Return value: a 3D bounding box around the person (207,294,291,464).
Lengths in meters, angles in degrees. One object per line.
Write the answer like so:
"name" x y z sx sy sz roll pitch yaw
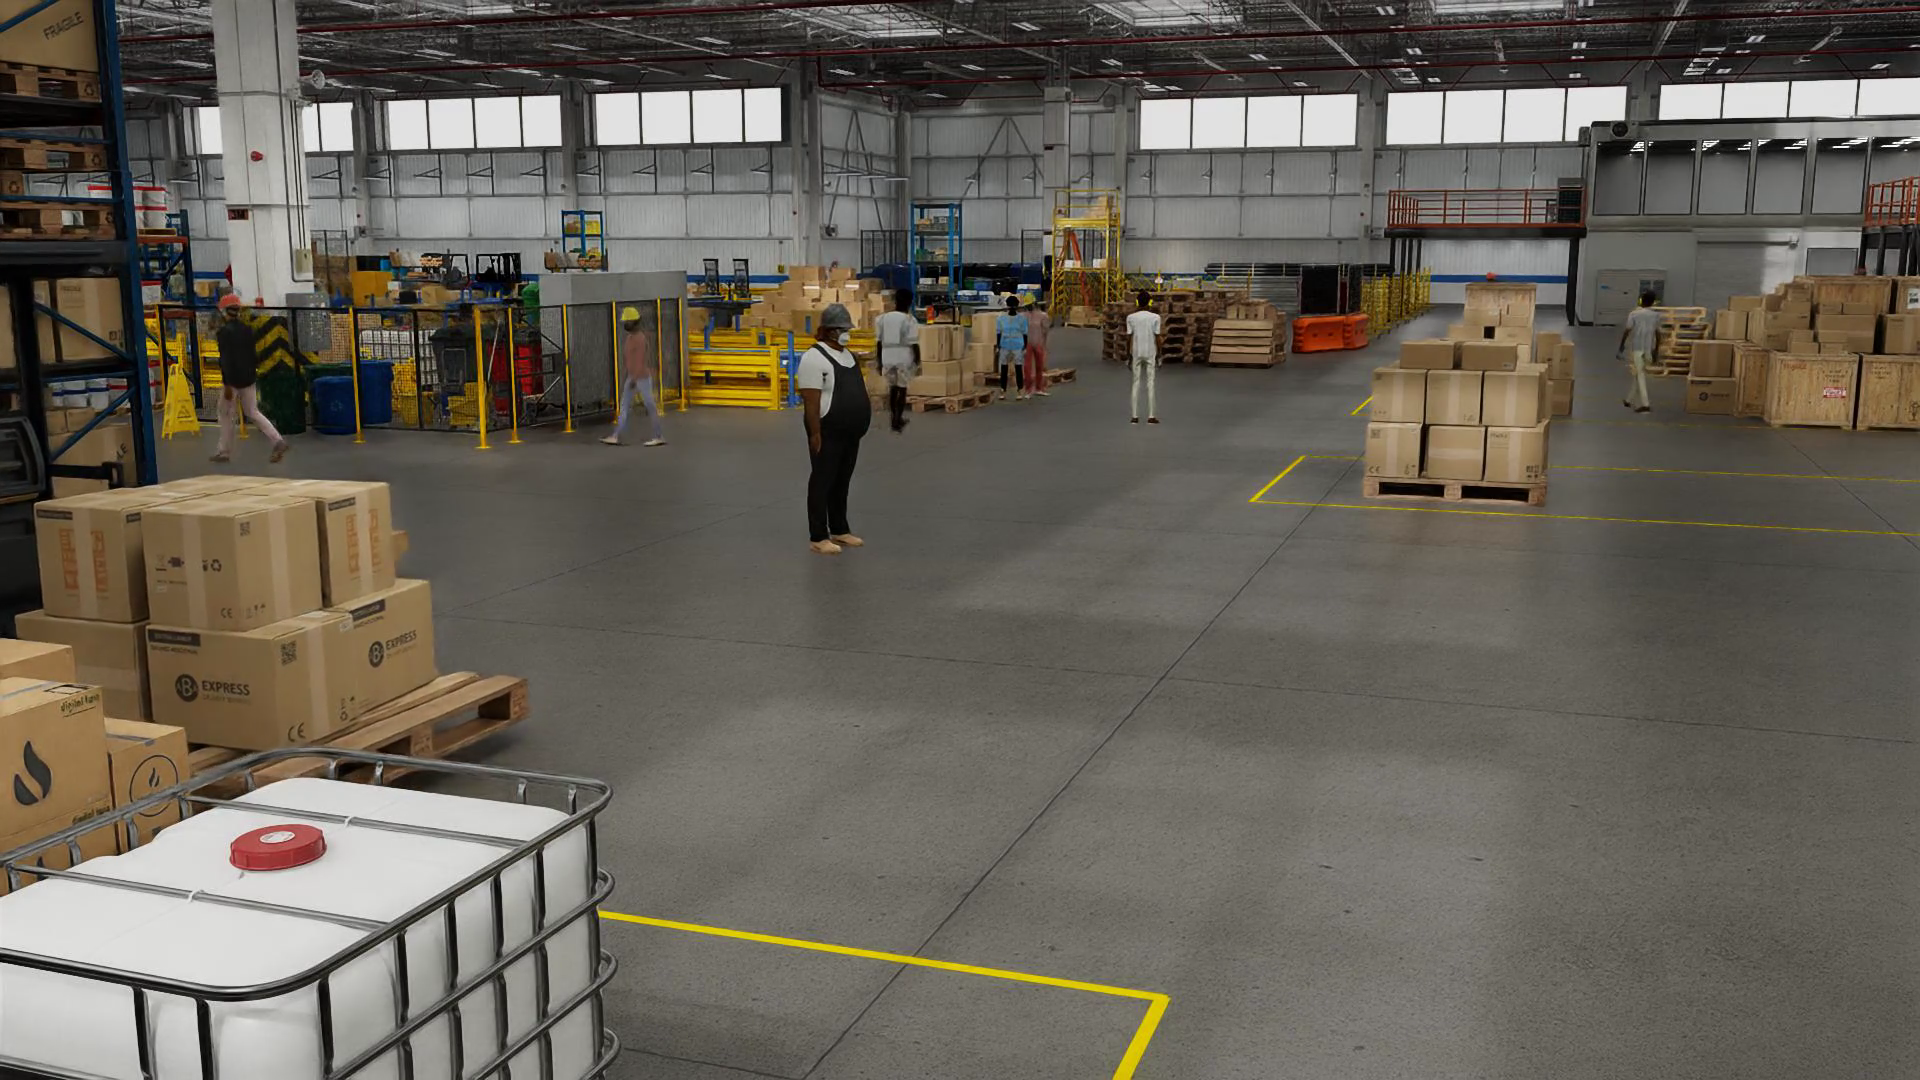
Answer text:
"person" -8.182 -1.832 19.030 0.927 1.956 0.634 2 10 13

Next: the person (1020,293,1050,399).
"person" 1.197 -3.191 27.288 0.542 1.729 0.651 0 10 2

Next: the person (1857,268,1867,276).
"person" 24.843 -6.569 45.938 0.600 1.862 0.532 5 11 25

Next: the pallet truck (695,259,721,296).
"pallet truck" -9.165 -9.627 62.776 0.823 1.965 1.885 4 11 23

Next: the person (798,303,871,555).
"person" -0.991 -0.912 13.574 0.535 2.000 0.702 5 11 26

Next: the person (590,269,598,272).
"person" -12.572 -8.577 56.882 1.032 1.985 0.630 -5 11 -28

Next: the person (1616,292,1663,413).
"person" 10.237 -2.822 25.017 0.532 1.796 1.012 -1 10 -5

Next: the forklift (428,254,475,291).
"forklift" -20.133 -10.254 65.465 1.157 1.987 2.680 3 11 19

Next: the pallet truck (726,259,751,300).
"pallet truck" -7.986 -9.493 62.019 0.823 1.965 1.885 3 11 17

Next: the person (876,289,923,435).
"person" -0.763 -2.378 22.166 0.631 1.923 0.851 5 11 27

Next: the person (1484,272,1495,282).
"person" 11.654 -4.947 36.696 0.558 1.896 0.852 1 10 6

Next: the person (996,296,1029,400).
"person" 0.842 -3.093 26.849 0.536 1.694 0.320 2 10 12

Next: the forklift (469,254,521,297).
"forklift" -17.990 -10.121 64.684 1.157 1.987 2.680 3 11 17

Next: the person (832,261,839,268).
"person" -4.591 -9.310 61.287 0.428 1.887 0.670 -2 10 -10

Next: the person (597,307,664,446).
"person" -4.076 -2.001 20.572 0.871 1.724 0.536 -7 12 -34

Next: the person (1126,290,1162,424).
"person" 2.577 -2.547 23.263 0.511 1.872 0.328 2 10 14

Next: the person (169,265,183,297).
"person" -27.506 -8.775 58.519 0.604 1.815 0.660 6 12 30
